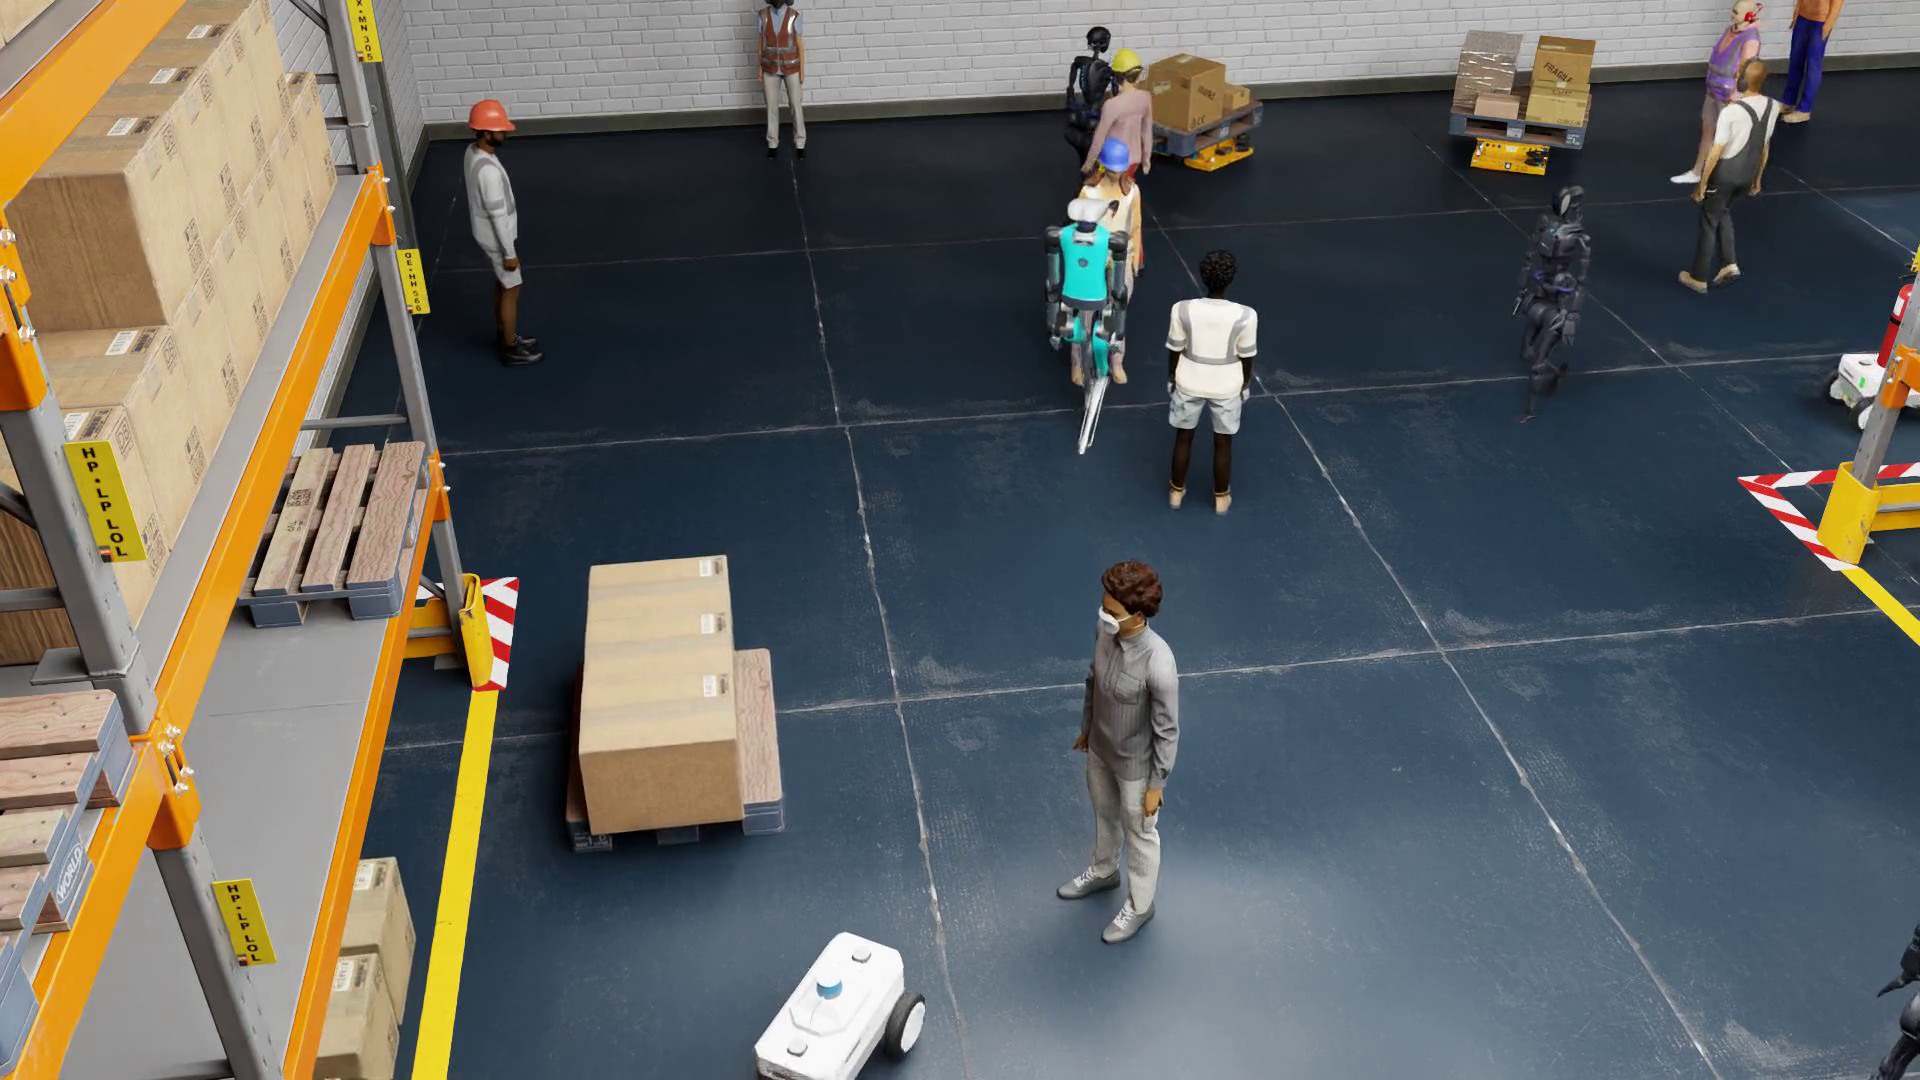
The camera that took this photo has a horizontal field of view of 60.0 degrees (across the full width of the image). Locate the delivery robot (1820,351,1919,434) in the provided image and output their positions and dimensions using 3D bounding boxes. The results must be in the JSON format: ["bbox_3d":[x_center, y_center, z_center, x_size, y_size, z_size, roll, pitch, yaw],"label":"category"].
[{"bbox_3d":[6.268,-1.044,11.208,0.789,0.613,0.499,-1,33,-2],"label":"delivery robot"}]

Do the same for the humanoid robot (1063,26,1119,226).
[{"bbox_3d":[1.077,-3.455,13.877,0.542,1.647,0.599,-28,42,-36],"label":"humanoid robot"}]

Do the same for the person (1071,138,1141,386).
[{"bbox_3d":[0.998,-1.893,11.377,0.481,1.773,0.331,-3,33,-5],"label":"person"}]

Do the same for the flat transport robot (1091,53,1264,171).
[{"bbox_3d":[1.992,-3.801,15.678,1.431,0.231,0.659,28,42,36],"label":"flat transport robot"}]

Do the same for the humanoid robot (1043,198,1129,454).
[{"bbox_3d":[0.875,-1.499,10.847,0.542,1.775,0.978,9,34,13],"label":"humanoid robot"}]

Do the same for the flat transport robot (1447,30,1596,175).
[{"bbox_3d":[5.227,-3.789,15.658,0.659,0.231,1.431,12,35,17],"label":"flat transport robot"}]

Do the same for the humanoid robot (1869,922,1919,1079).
[{"bbox_3d":[3.613,1.707,5.941,0.374,1.640,0.599,-27,42,-35],"label":"humanoid robot"}]

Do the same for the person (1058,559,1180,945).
[{"bbox_3d":[0.709,0.882,7.012,0.374,1.897,0.547,-19,38,-27],"label":"person"}]

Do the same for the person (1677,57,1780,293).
[{"bbox_3d":[5.831,-2.746,12.625,0.525,1.830,0.434,-11,35,-16],"label":"person"}]

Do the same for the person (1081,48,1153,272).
[{"bbox_3d":[1.255,-2.999,13.099,0.526,1.731,0.779,-28,42,-36],"label":"person"}]

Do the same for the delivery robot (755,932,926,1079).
[{"bbox_3d":[-0.508,1.937,6.616,0.499,0.587,0.781,15,36,21],"label":"delivery robot"}]

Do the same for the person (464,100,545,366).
[{"bbox_3d":[-3.192,-2.125,11.602,0.385,1.923,0.547,-15,36,-21],"label":"person"}]

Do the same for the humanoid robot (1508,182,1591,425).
[{"bbox_3d":[3.960,-1.574,10.980,0.531,1.647,0.589,-14,36,-21],"label":"humanoid robot"}]

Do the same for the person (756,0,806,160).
[{"bbox_3d":[-1.628,-4.291,15.137,0.434,1.683,0.309,2,33,4],"label":"person"}]

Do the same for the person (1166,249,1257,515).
[{"bbox_3d":[1.488,-0.928,9.975,0.535,1.693,0.320,9,34,14],"label":"person"}]

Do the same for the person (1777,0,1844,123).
[{"bbox_3d":[8.232,-5.044,16.030,0.400,1.973,0.517,-10,34,-15],"label":"person"}]

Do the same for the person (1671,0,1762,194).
[{"bbox_3d":[6.639,-3.856,14.461,0.384,1.690,0.500,-5,33,-7],"label":"person"}]
